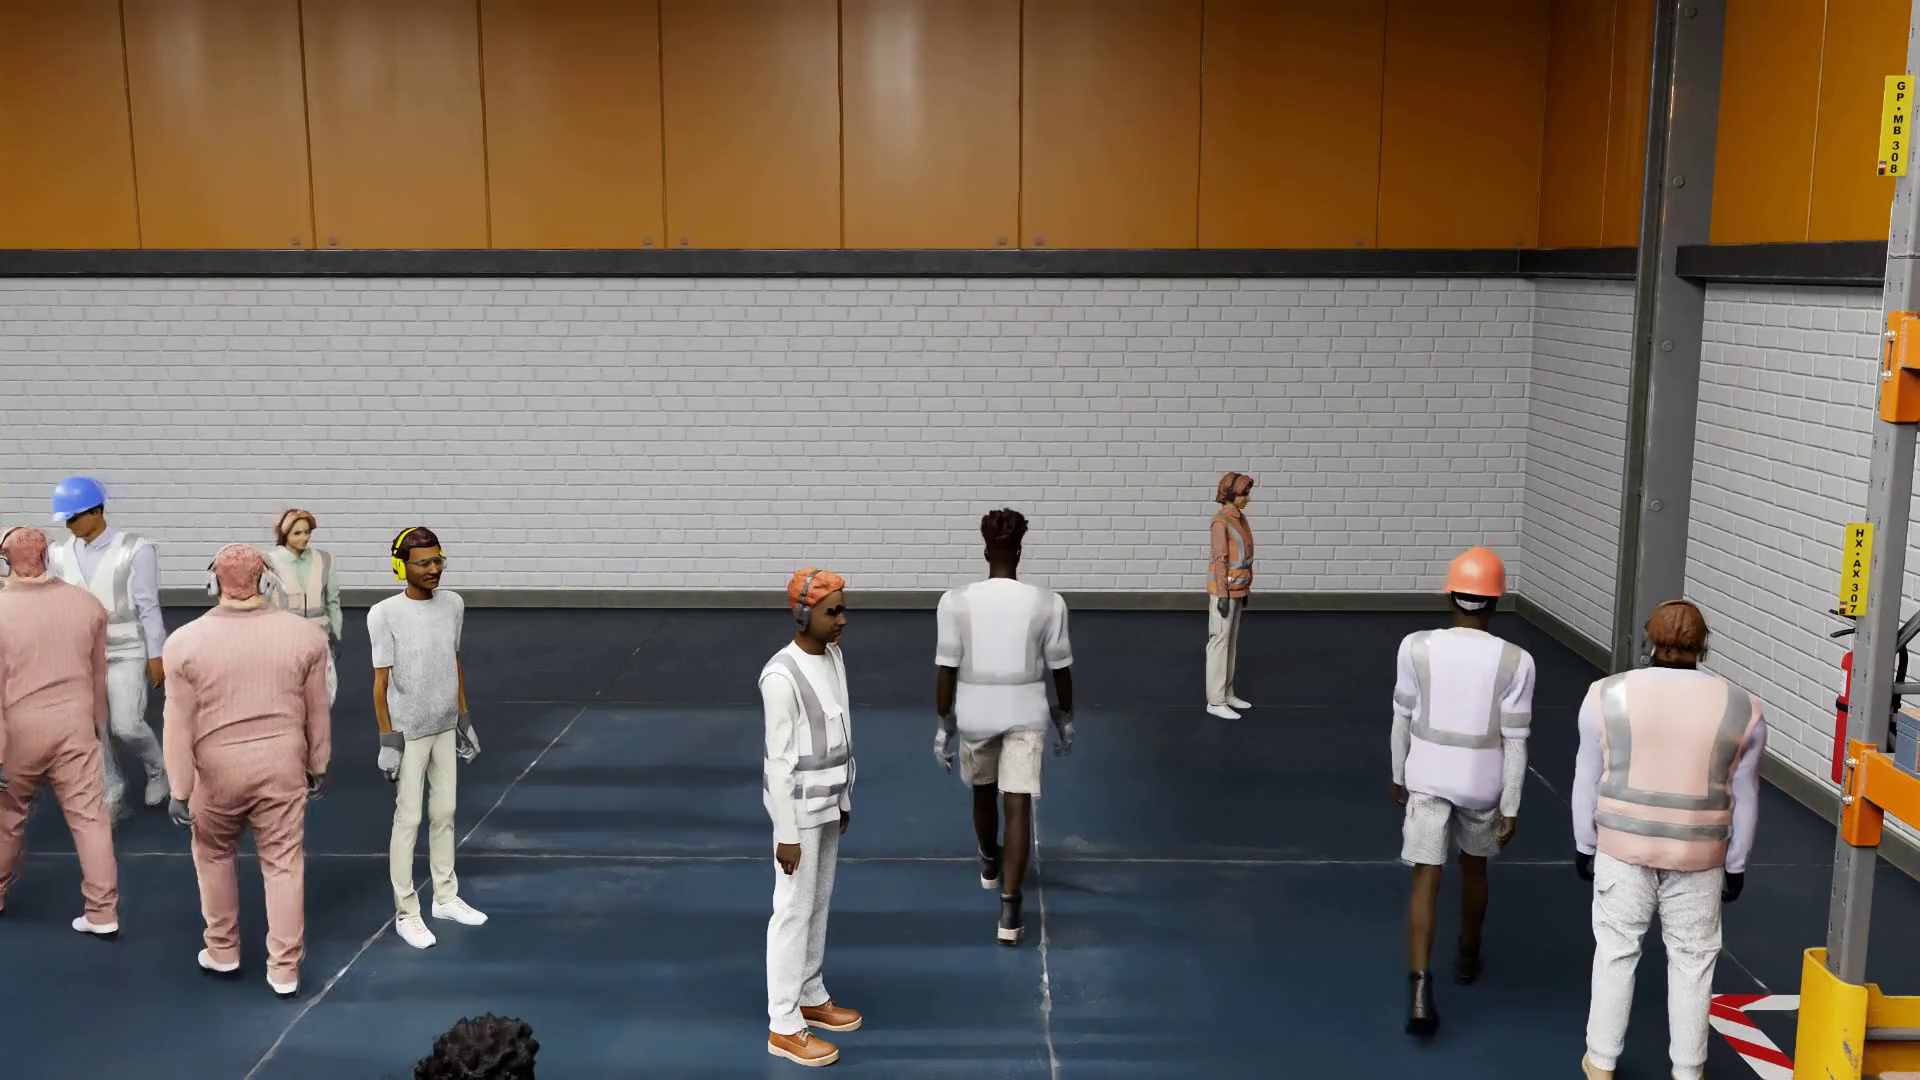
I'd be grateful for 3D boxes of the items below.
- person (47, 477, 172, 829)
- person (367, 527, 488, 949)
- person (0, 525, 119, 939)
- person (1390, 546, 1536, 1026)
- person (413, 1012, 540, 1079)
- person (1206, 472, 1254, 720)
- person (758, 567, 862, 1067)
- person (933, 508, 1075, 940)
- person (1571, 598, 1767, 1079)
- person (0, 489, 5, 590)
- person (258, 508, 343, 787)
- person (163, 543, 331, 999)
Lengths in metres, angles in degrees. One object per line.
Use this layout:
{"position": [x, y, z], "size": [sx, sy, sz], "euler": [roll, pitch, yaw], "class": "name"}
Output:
{"position": [-4.528, 0.597, 8.869], "size": [0.654, 1.914, 0.541], "euler": [1, 10, 5], "class": "person"}
{"position": [-2.375, 0.860, 7.434], "size": [0.328, 1.872, 0.515], "euler": [6, 11, 31], "class": "person"}
{"position": [-4.185, 0.853, 7.497], "size": [0.989, 1.852, 0.678], "euler": [6, 11, 30], "class": "person"}
{"position": [1.991, 0.974, 6.672], "size": [0.549, 1.900, 0.960], "euler": [4, 10, 21], "class": "person"}
{"position": [-0.928, 1.697, 3.017], "size": [0.538, 1.679, 0.539], "euler": [8, 13, 41], "class": "person"}
{"position": [1.799, 0.364, 11.111], "size": [0.309, 1.640, 0.520], "euler": [4, 10, 23], "class": "person"}
{"position": [-0.572, 1.032, 6.355], "size": [0.337, 1.882, 0.585], "euler": [3, 10, 16], "class": "person"}
{"position": [0.209, 0.802, 7.666], "size": [0.637, 1.911, 1.030], "euler": [1, 10, 5], "class": "person"}
{"position": [2.529, 1.118, 6.011], "size": [0.619, 1.835, 0.429], "euler": [4, 10, 20], "class": "person"}
{"position": [-6.062, 0.427, 10.335], "size": [0.523, 1.769, 0.319], "euler": [6, 11, 34], "class": "person"}
{"position": [-3.885, 0.607, 9.710], "size": [0.500, 1.624, 0.515], "euler": [9, 13, 44], "class": "person"}
{"position": [-2.984, 0.937, 6.937], "size": [0.660, 1.876, 0.771], "euler": [-7, 12, -35], "class": "person"}
